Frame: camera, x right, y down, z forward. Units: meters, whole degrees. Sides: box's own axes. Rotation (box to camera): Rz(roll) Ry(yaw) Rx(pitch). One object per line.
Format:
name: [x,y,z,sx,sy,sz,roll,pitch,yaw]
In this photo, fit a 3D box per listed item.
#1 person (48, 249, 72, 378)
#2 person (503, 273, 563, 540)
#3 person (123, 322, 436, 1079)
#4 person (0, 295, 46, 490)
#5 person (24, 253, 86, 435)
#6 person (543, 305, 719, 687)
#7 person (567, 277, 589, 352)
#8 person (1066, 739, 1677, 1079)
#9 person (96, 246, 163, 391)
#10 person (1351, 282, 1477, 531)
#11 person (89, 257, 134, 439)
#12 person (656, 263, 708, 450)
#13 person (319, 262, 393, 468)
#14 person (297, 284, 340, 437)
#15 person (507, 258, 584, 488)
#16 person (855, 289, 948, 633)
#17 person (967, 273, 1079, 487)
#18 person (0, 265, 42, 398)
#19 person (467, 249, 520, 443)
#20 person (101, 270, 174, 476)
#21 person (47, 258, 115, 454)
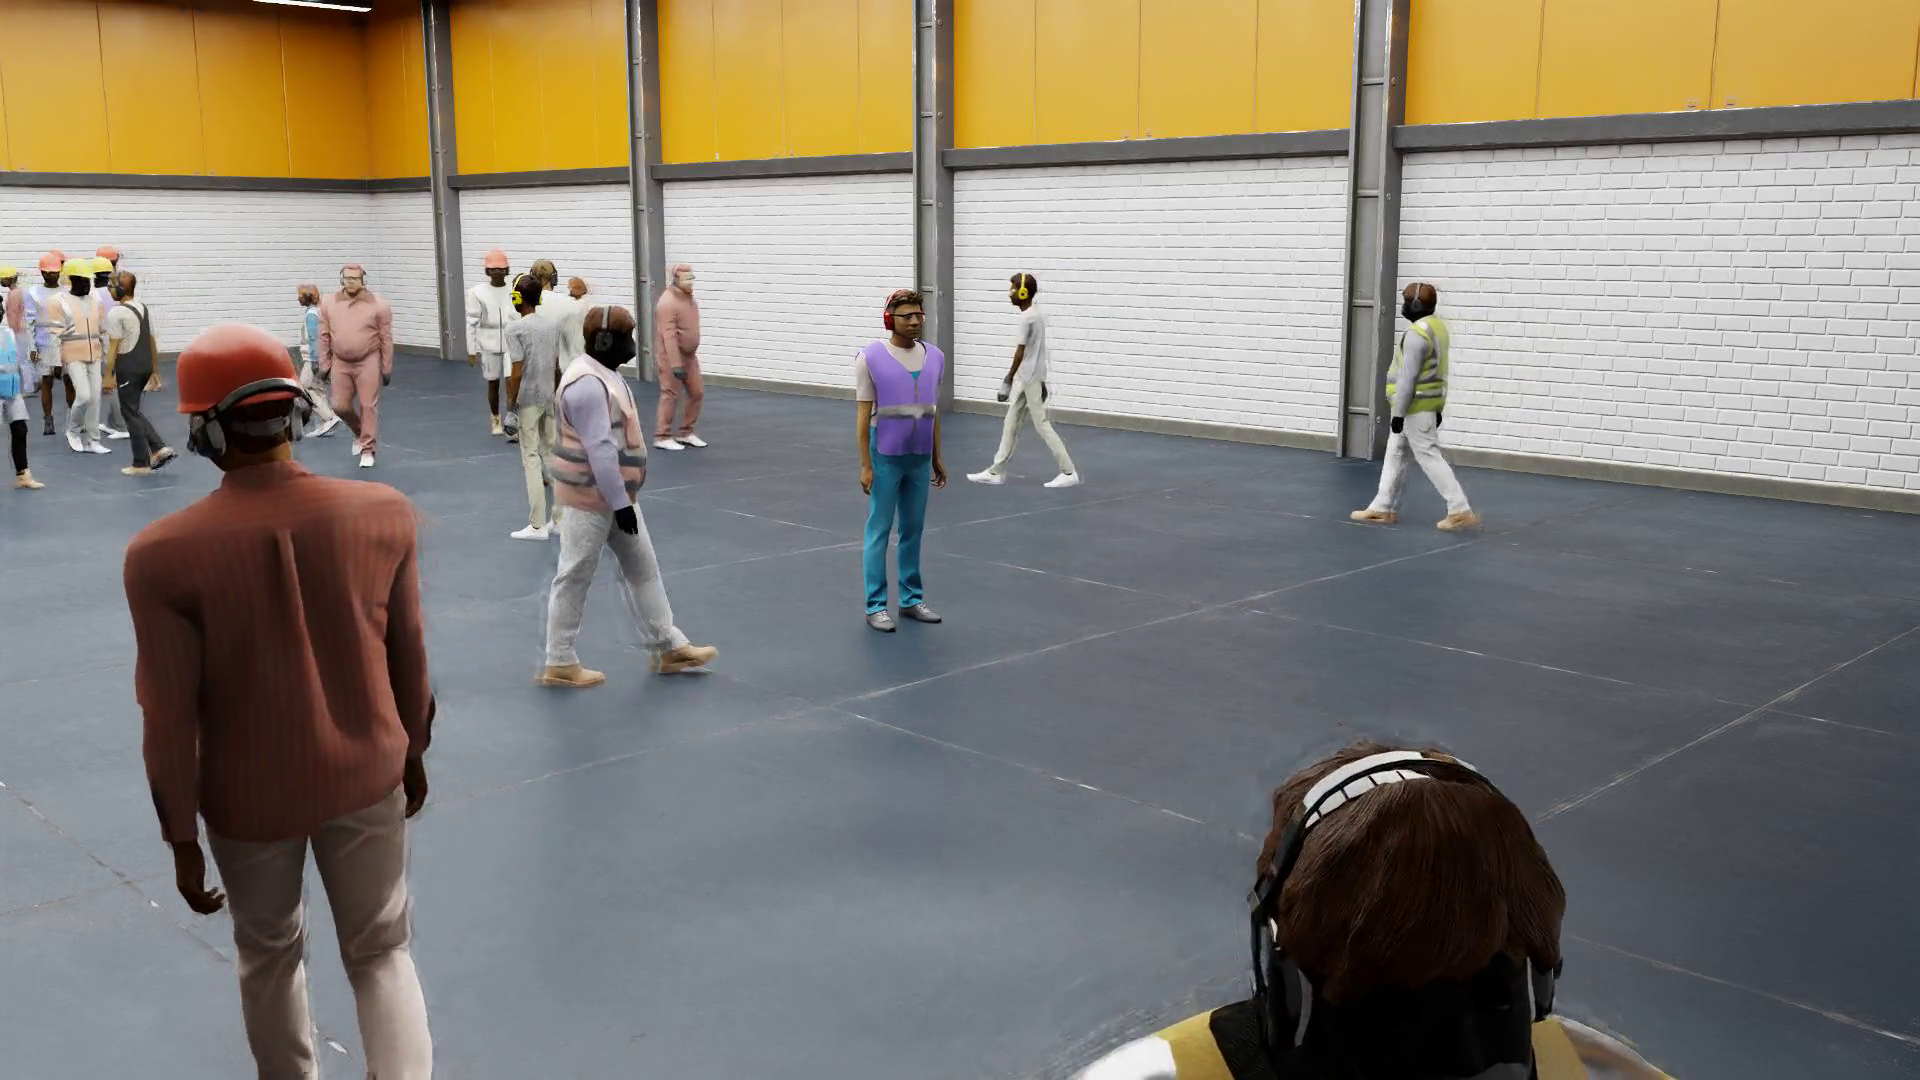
person: [-13.466,-3.410,25.079,0.545,1.924,0.547,9,13,39]
person: [-2.998,-0.932,11.695,0.315,1.869,0.526,6,12,30]
person: [-1.368,0.527,3.503,0.623,1.960,0.894,-7,12,-32]
person: [-8.110,-1.237,13.889,0.726,1.676,0.538,2,11,11]
person: [-9.709,-2.095,17.870,0.551,1.940,0.379,-8,13,-37]
person: [-1.580,-0.191,7.847,0.902,1.805,0.648,0,10,2]
person: [-4.762,-2.542,21.156,0.669,1.611,0.494,-4,11,-21]
person: [0.340,1.004,1.393,0.641,1.787,1.008,-2,11,-9]
person: [-11.432,-2.975,22.532,1.087,1.973,0.627,-4,11,-19]
person: [3.367,-0.971,12.102,0.939,1.805,0.637,6,12,28]
person: [-9.007,-2.008,17.492,0.635,1.919,0.622,4,11,23]
person: [-2.807,-1.799,16.431,0.568,1.863,0.668,4,11,20]
person: [-5.589,-1.632,15.446,0.663,1.889,0.580,0,10,-2]
person: [-6.815,-1.877,17.507,0.376,1.623,0.536,-3,11,-16]
person: [-3.438,-1.371,13.902,0.632,1.940,0.372,1,10,8]
person: [-0.326,-0.441,9.075,0.564,1.846,0.394,-8,13,-38]
person: [0.569,-1.344,14.095,0.975,1.823,0.511,1,10,7]
person: [-12.346,-2.721,21.797,0.406,1.748,0.525,-6,12,-29]
person: [-4.818,-2.034,17.392,0.632,1.991,1.066,-3,11,-18]
person: [-7.345,-1.462,14.687,0.394,1.831,0.520,1,10,3]
person: [-8.504,-1.772,16.160,0.420,1.908,0.607,5,11,24]
